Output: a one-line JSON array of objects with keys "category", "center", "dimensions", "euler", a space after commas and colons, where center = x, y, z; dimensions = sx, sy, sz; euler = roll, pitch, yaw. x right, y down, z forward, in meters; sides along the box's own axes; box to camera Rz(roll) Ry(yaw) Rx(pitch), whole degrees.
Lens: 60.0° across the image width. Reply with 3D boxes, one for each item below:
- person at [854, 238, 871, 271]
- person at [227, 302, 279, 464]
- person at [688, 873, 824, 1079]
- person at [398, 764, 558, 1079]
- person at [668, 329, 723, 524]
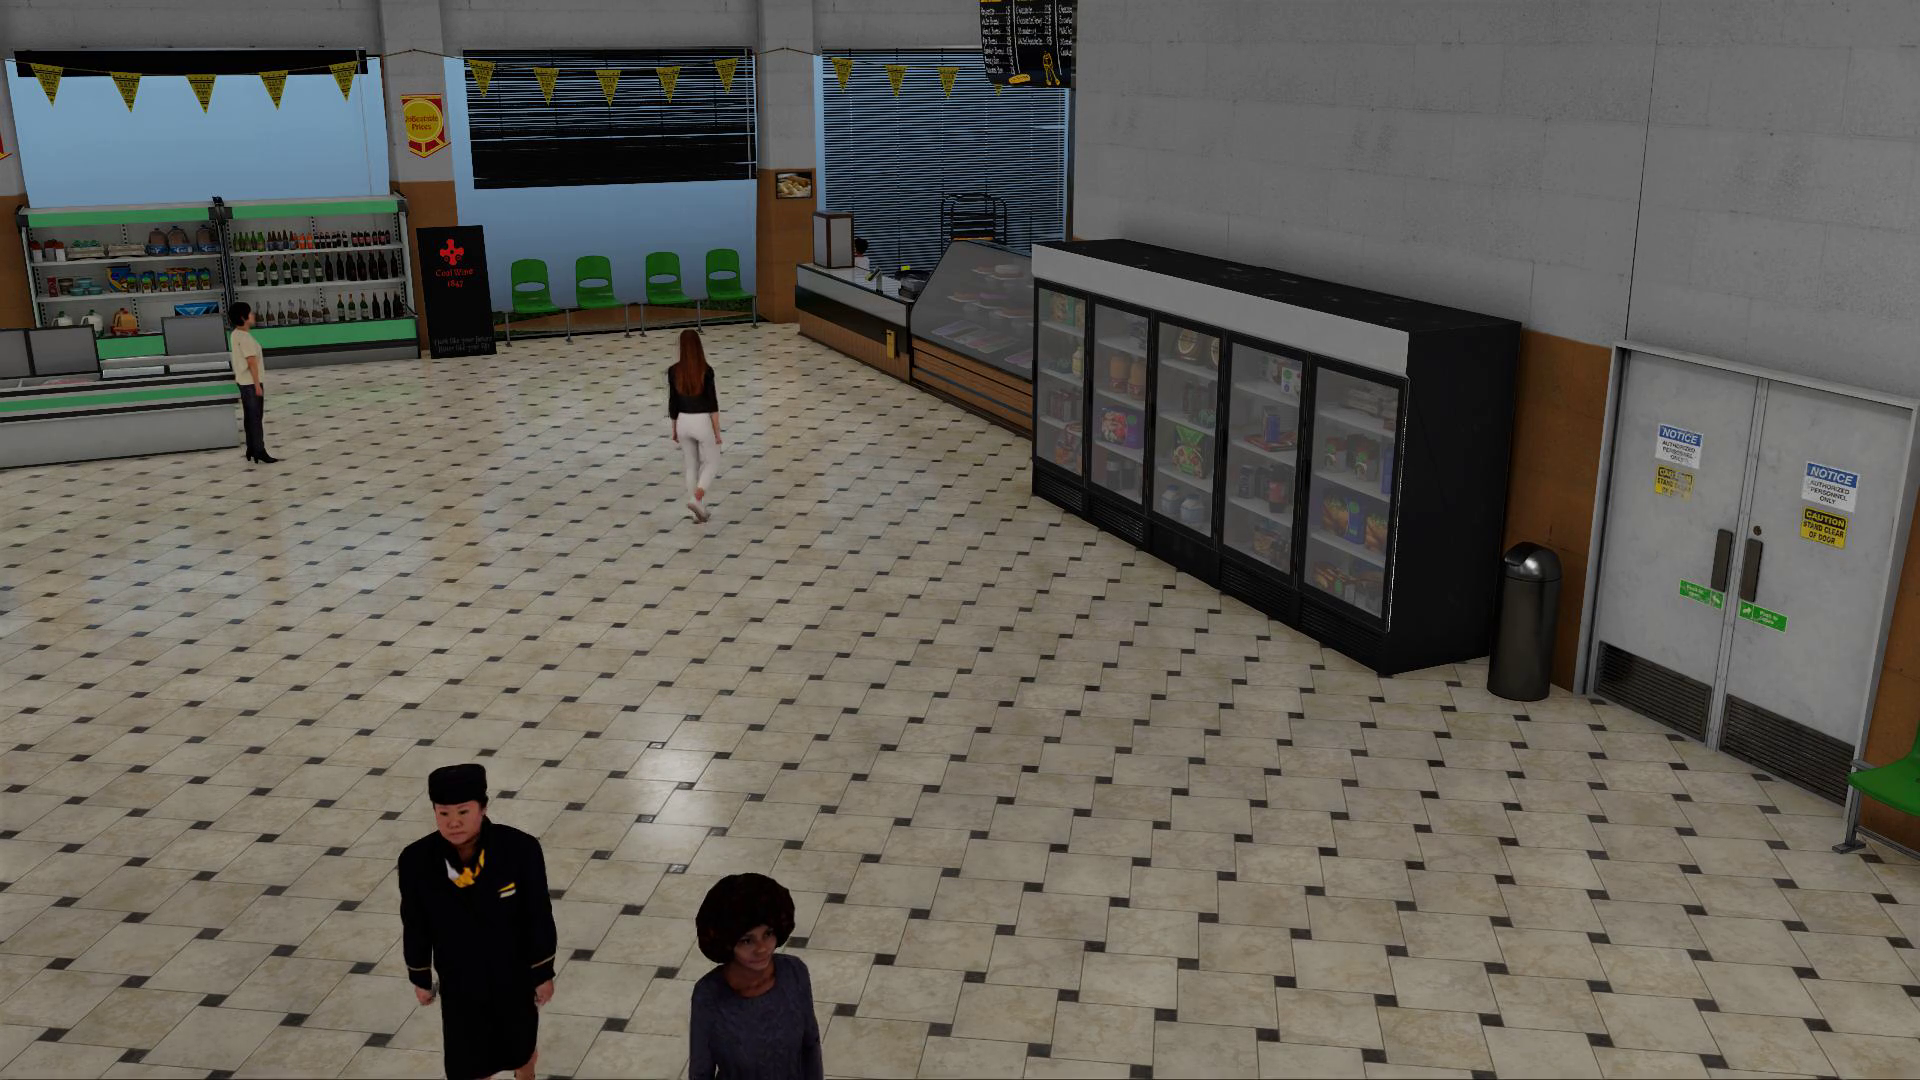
[{"category": "person", "center": [-1.437, -3.771, 24.267], "dimensions": [0.521, 1.262, 0.612], "euler": [-16, 23, -42]}, {"category": "person", "center": [-6.997, -1.550, 16.391], "dimensions": [0.567, 1.587, 0.640], "euler": [-14, 22, -38]}, {"category": "person", "center": [-0.663, 1.799, 5.190], "dimensions": [1.002, 1.687, 0.732], "euler": [-10, 20, -30]}, {"category": "person", "center": [-1.688, 1.566, 6.027], "dimensions": [1.043, 1.647, 0.921], "euler": [-3, 17, -10]}, {"category": "person", "center": [-2.275, -0.937, 14.186], "dimensions": [0.864, 1.695, 0.908], "euler": [4, 17, 14]}]
